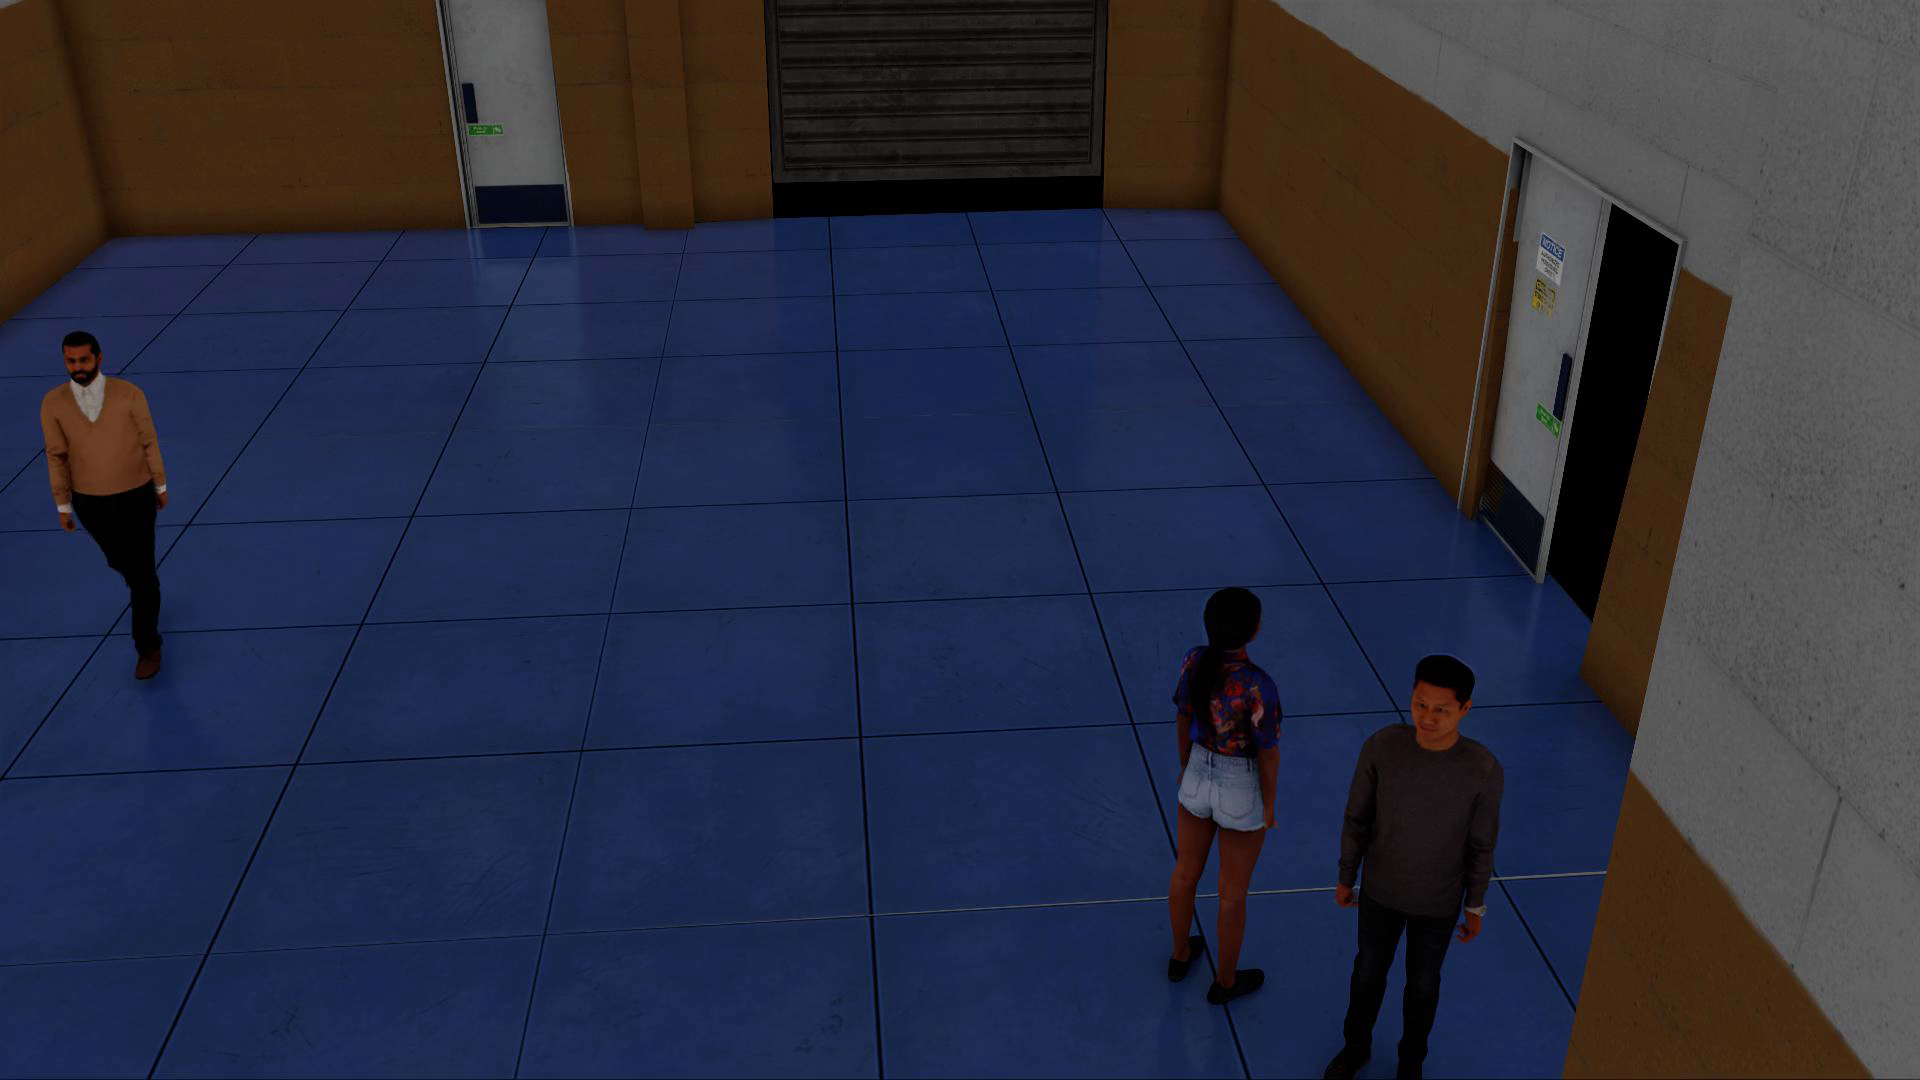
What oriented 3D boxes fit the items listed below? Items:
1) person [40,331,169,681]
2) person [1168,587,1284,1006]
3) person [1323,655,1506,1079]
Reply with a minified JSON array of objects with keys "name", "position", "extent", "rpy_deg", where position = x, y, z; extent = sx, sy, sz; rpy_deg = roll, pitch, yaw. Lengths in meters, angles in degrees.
[{"name":"person","position":[-4.316,-0.245,8.499],"extent":[1.163,1.720,0.858],"rpy_deg":[-7,28,-13]},{"name":"person","position":[0.966,0.938,6.148],"extent":[0.666,1.743,0.716],"rpy_deg":[23,35,37]},{"name":"person","position":[1.546,1.174,5.656],"extent":[0.645,1.767,0.781],"rpy_deg":[-9,28,-17]}]
